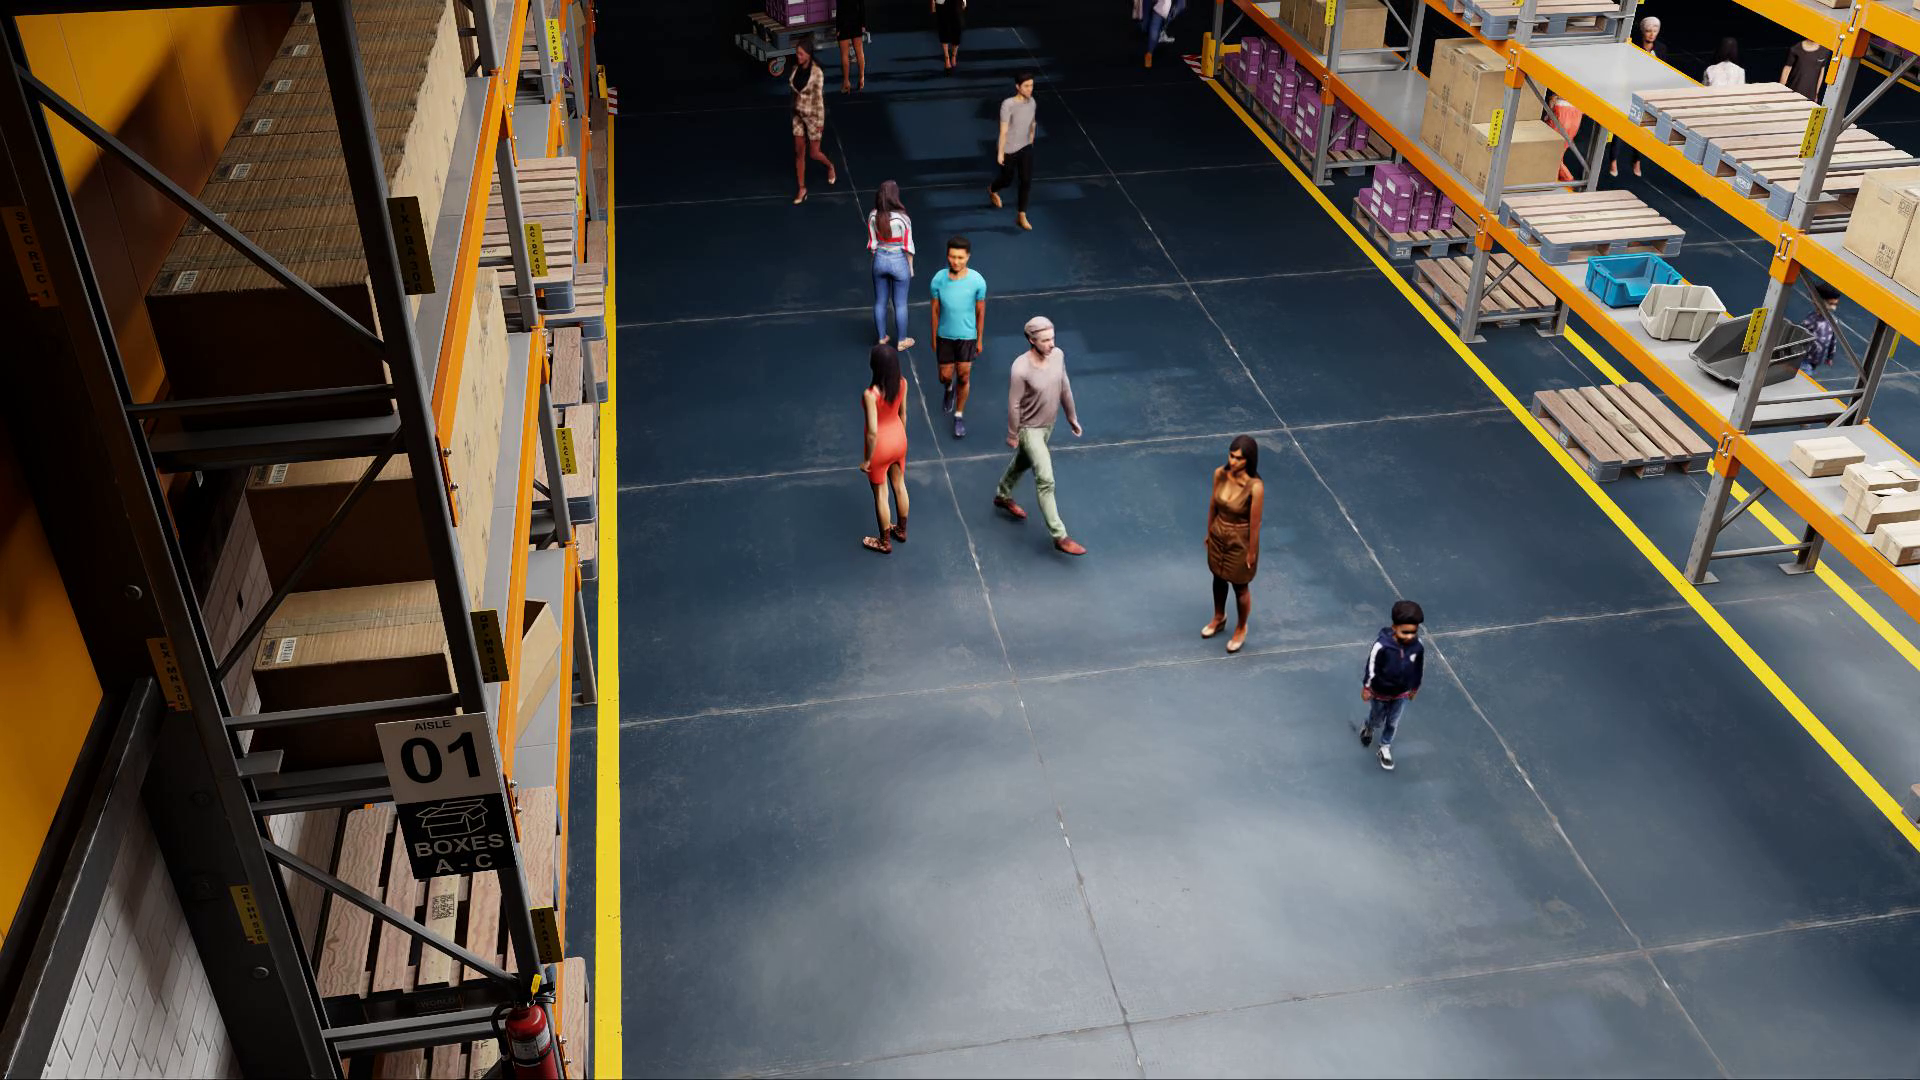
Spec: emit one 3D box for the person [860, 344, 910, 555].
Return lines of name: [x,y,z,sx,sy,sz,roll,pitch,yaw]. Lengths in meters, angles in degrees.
person: [-0.548,-0.682,12.324,0.713,1.718,0.673,26,41,33]

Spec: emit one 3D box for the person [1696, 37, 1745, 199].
person: [8.232,-4.567,18.156,0.719,1.732,0.737,11,35,16]

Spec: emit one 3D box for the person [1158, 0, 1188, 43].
person: [2.815,-7.711,22.765,0.800,1.866,0.638,-4,34,-6]

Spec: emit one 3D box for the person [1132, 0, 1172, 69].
person: [2.590,-7.212,22.153,0.949,1.712,1.132,9,35,13]

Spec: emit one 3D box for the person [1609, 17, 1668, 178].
person: [7.405,-4.821,18.041,0.769,1.777,0.668,2,34,3]

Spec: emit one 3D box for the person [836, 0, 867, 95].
person: [-1.401,-6.517,21.173,0.671,1.640,0.720,-18,38,-25]

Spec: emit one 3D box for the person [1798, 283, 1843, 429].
person: [7.220,-1.616,14.173,0.495,1.227,0.845,-7,34,-10]

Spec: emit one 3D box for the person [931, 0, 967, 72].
person: [-0.157,-7.075,21.826,0.646,1.846,0.673,-4,34,-6]

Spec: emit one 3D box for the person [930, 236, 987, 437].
person: [-0.005,-1.737,13.871,0.707,1.762,0.816,3,34,5]

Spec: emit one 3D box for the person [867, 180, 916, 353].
person: [-0.633,-2.505,15.162,0.666,1.612,0.670,11,35,16]

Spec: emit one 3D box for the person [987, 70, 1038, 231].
person: [0.547,-4.153,17.581,0.823,1.679,1.092,-18,38,-25]

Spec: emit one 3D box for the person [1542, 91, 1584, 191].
person: [6.572,-4.456,17.952,0.715,1.773,0.934,-11,35,-16]

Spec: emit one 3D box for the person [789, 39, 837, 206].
person: [-1.622,-4.568,18.114,0.910,1.779,0.971,21,39,28]

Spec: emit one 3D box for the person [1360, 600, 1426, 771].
person: [2.696,0.869,10.442,0.552,1.217,0.611,-2,34,-3]

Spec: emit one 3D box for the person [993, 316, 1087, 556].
person: [0.508,-0.853,12.487,1.335,1.821,1.180,28,42,35]

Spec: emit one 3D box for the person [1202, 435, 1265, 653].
person: [1.859,0.018,11.301,0.705,1.684,0.612,-27,42,-34]
